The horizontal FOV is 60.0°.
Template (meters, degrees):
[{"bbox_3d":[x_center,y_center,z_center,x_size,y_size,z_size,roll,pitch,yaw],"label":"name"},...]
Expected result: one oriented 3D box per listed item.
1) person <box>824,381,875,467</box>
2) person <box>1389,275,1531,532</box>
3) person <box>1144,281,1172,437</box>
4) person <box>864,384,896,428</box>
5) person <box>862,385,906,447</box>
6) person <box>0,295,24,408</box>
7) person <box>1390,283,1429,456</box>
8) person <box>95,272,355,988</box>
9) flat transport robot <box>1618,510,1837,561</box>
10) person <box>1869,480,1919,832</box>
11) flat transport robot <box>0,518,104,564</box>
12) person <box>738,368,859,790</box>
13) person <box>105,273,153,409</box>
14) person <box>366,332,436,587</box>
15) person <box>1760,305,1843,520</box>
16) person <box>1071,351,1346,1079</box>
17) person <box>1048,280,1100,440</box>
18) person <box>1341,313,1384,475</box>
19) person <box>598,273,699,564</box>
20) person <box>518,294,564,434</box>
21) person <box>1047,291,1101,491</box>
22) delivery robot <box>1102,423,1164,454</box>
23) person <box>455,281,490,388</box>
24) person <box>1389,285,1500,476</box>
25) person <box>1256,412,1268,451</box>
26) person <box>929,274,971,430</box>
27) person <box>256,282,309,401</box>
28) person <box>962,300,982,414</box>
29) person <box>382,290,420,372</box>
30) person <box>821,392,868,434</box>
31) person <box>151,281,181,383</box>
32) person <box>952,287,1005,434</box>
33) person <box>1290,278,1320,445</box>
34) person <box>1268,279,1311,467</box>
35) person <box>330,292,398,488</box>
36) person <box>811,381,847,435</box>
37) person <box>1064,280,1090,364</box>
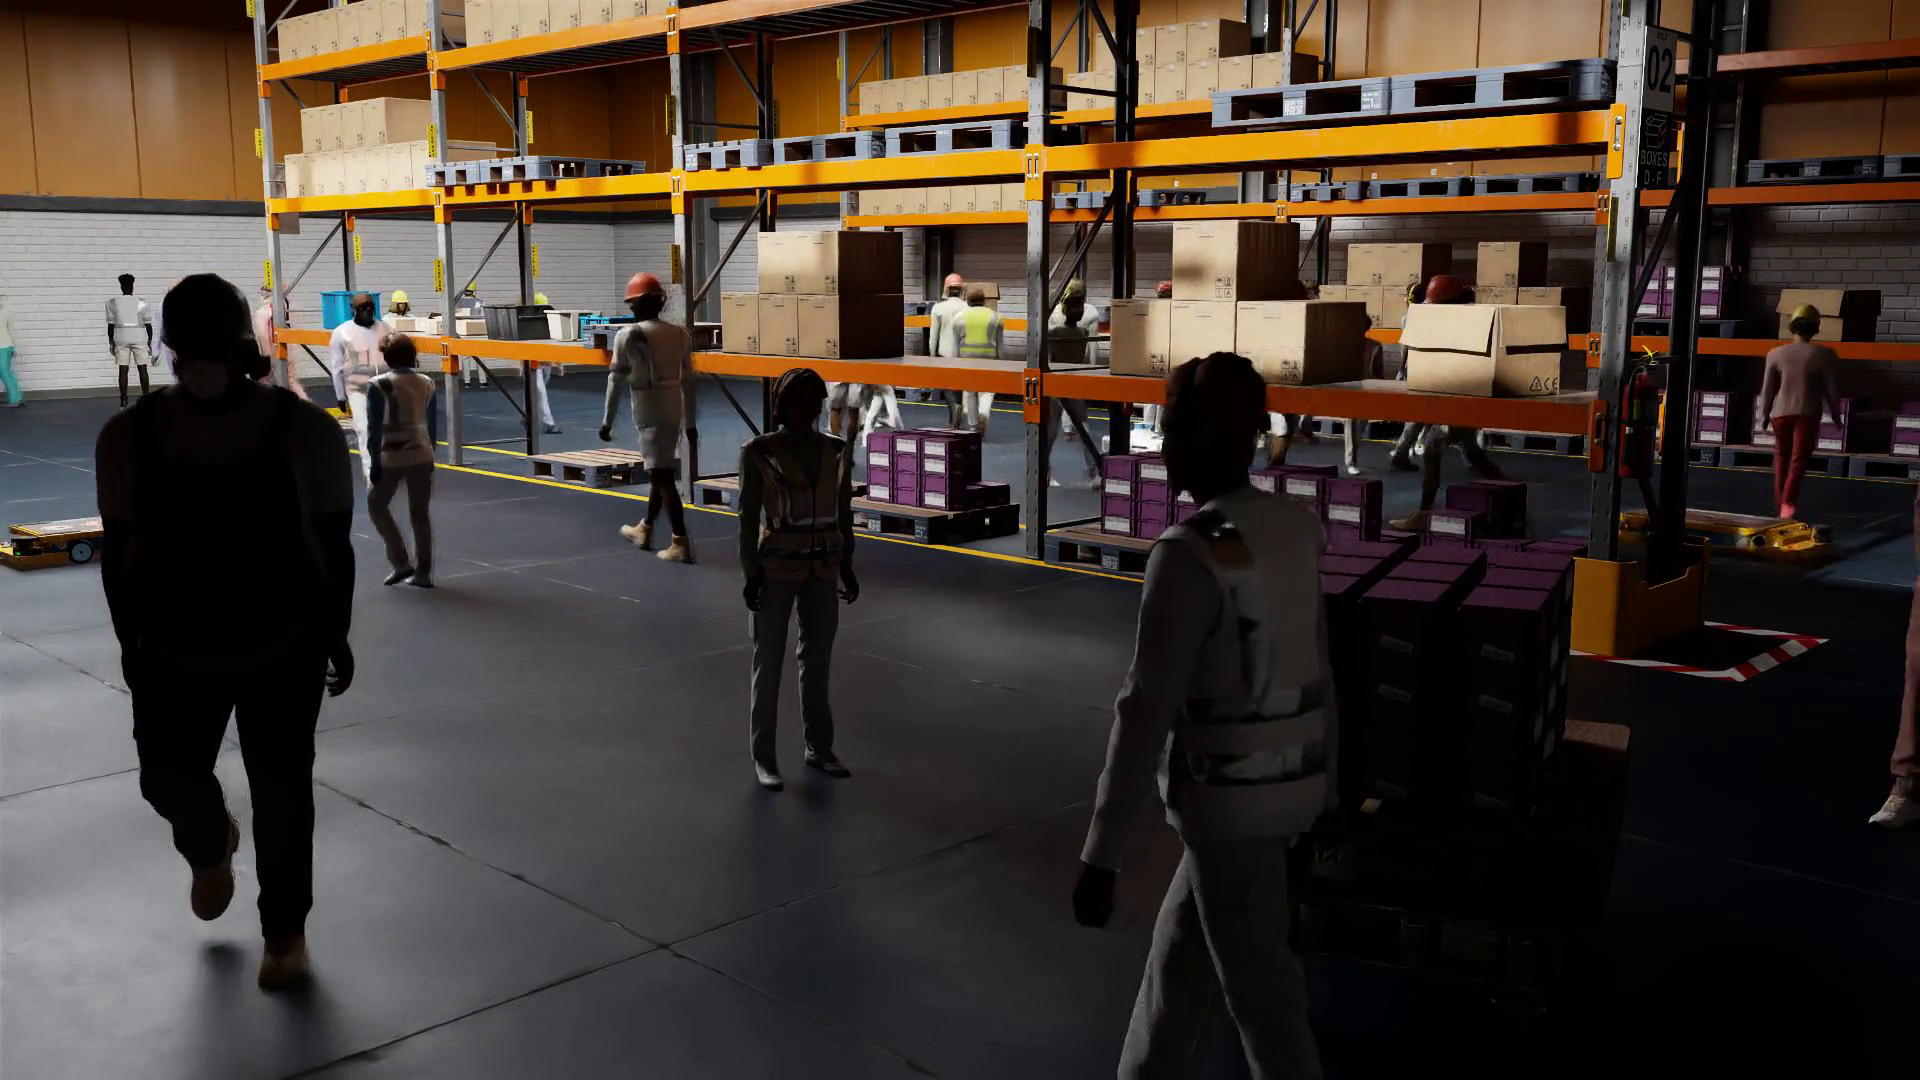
[{"bbox_3d":[-1.130,-1.670,16.880,0.592,1.895,0.634,0,9,-1],"label":"person"},{"bbox_3d":[3.800,-0.988,12.469,1.030,1.986,0.706,7,12,38],"label":"person"},{"bbox_3d":[2.276,-1.969,18.760,0.337,1.882,0.584,8,12,41],"label":"person"},{"bbox_3d":[-1.030,-2.349,21.035,0.615,1.896,0.619,9,13,43],"label":"person"},{"bbox_3d":[-0.764,-1.824,18.737,0.761,1.591,0.511,2,9,10],"label":"person"},{"bbox_3d":[-13.932,-2.770,24.137,0.390,1.735,0.560,-1,9,-4],"label":"person"},{"bbox_3d":[4.906,-1.835,17.996,0.531,1.867,0.317,-7,12,-36],"label":"person"},{"bbox_3d":[-2.078,0.236,4.763,0.685,2.000,0.637,-3,10,-16],"label":"person"},{"bbox_3d":[5.465,-0.066,12.026,0.652,0.197,1.431,-8,12,-39],"label":"flat transport robot"},{"bbox_3d":[3.785,0.114,6.065,0.973,1.867,0.642,-6,11,-32],"label":"person"},{"bbox_3d":[-6.031,-0.036,11.842,0.652,0.197,1.431,9,13,44],"label":"flat transport robot"},{"bbox_3d":[-0.638,0.143,6.555,0.513,1.642,0.311,-6,11,-34],"label":"person"},{"bbox_3d":[-12.003,-2.873,24.089,0.606,1.958,0.375,-4,10,-21],"label":"person"},{"bbox_3d":[-3.528,-0.495,10.518,0.384,1.623,0.538,7,11,35],"label":"person"},{"bbox_3d":[6.631,-0.965,13.081,0.809,1.736,0.546,-8,12,-42],"label":"person"},{"bbox_3d":[0.460,0.548,3.413,0.889,1.843,0.726,6,11,33],"label":"person"},{"bbox_3d":[1.346,-2.152,19.876,0.640,1.878,1.010,1,9,4],"label":"person"},{"bbox_3d":[3.949,-1.479,16.618,0.521,1.606,0.778,-1,9,-3],"label":"person"},{"bbox_3d":[-2.190,-0.852,11.622,1.032,1.984,0.615,8,12,39],"label":"person"},{"bbox_3d":[-5.217,-2.183,20.593,0.944,1.717,0.532,9,13,44],"label":"person"},{"bbox_3d":[1.002,-1.353,15.184,0.502,1.820,0.956,-6,11,-33],"label":"person"},{"bbox_3d":[1.707,-0.875,15.833,0.707,0.478,0.477,8,12,41],"label":"delivery robot"},{"bbox_3d":[-8.287,-3.492,28.254,0.588,1.835,0.403,0,9,1],"label":"person"},{"bbox_3d":[4.765,-1.567,16.374,1.065,1.877,0.666,3,10,17],"label":"person"},{"bbox_3d":[3.271,-1.839,18.546,0.532,1.695,0.319,5,11,28],"label":"person"},{"bbox_3d":[-0.060,-2.313,20.630,0.622,1.971,0.773,-2,10,-13],"label":"person"},{"bbox_3d":[-8.807,-2.408,21.516,0.903,1.866,0.625,4,10,22],"label":"person"},{"bbox_3d":[0.174,-2.583,23.319,0.499,1.627,0.270,-4,10,-24],"label":"person"},{"bbox_3d":[-7.335,-2.403,21.862,0.493,1.740,0.325,-9,13,-43],"label":"person"},{"bbox_3d":[-1.385,-2.199,20.474,0.933,1.788,0.603,8,12,40],"label":"person"},{"bbox_3d":[-10.137,-2.416,21.604,0.669,1.853,0.999,-1,9,-4],"label":"person"},{"bbox_3d":[0.214,-2.093,19.749,0.621,1.814,0.736,1,9,6],"label":"person"},{"bbox_3d":[3.960,-2.022,18.993,0.508,1.912,0.660,6,11,31],"label":"person"},{"bbox_3d":[2.747,-1.209,13.940,0.358,1.938,0.548,1,9,6],"label":"person"},{"bbox_3d":[-5.492,-1.389,15.415,0.621,1.818,0.821,-7,12,-38],"label":"person"},{"bbox_3d":[-1.438,-1.654,17.601,0.505,1.631,0.278,2,10,15],"label":"person"},{"bbox_3d":[1.420,-2.395,21.405,0.606,1.875,1.019,1,9,6],"label":"person"}]
